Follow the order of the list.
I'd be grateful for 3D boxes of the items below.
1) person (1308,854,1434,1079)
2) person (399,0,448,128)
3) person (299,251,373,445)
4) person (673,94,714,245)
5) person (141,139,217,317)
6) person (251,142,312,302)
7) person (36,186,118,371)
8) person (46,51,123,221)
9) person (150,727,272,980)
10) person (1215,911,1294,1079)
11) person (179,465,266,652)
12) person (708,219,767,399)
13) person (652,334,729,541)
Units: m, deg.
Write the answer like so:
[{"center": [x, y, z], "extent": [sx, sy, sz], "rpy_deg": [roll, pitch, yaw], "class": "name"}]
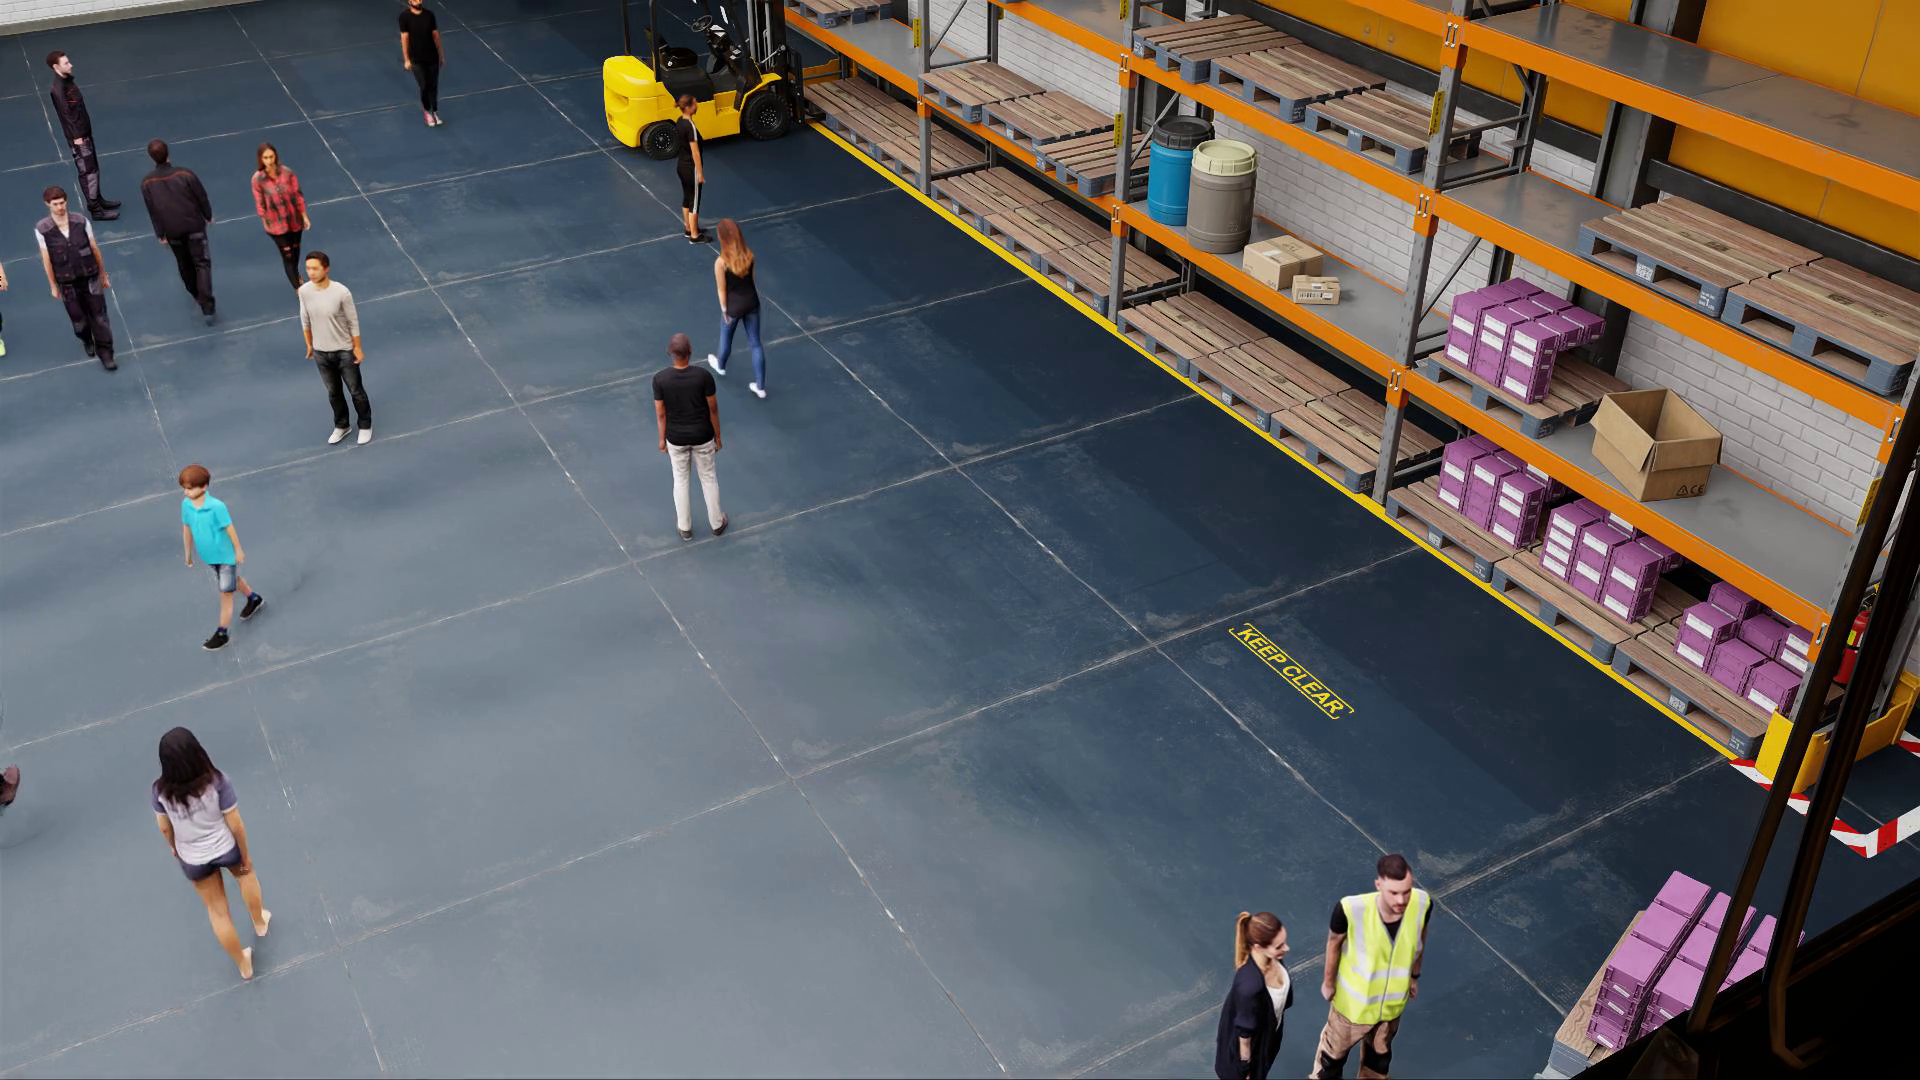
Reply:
[{"center": [2.117, 2.307, 8.547], "extent": [0.798, 1.847, 0.827], "rpy_deg": [-6, 34, -9], "class": "person"}, {"center": [-6.971, -6.259, 21.522], "extent": [0.687, 1.750, 0.645], "rpy_deg": [-23, 40, -30], "class": "person"}, {"center": [-5.483, -1.703, 14.612], "extent": [0.741, 1.811, 0.758], "rpy_deg": [3, 34, 5], "class": "person"}, {"center": [-2.986, -4.105, 18.355], "extent": [0.638, 1.669, 0.457], "rpy_deg": [-16, 37, -23], "class": "person"}, {"center": [-7.783, -3.091, 16.709], "extent": [0.914, 1.802, 1.212], "rpy_deg": [-9, 35, -13], "class": "person"}, {"center": [-6.976, -3.304, 17.156], "extent": [0.660, 1.662, 1.083], "rpy_deg": [-21, 39, -28], "class": "person"}, {"center": [-8.398, -2.505, 15.794], "extent": [0.714, 1.838, 0.799], "rpy_deg": [-23, 40, -31], "class": "person"}, {"center": [-9.995, -4.607, 18.890], "extent": [0.797, 1.913, 0.600], "rpy_deg": [-10, 35, -15], "class": "person"}, {"center": [-4.229, 1.823, 9.395], "extent": [0.631, 1.714, 0.773], "rpy_deg": [-14, 36, -20], "class": "person"}, {"center": [1.455, 2.496, 8.411], "extent": [0.747, 1.683, 0.722], "rpy_deg": [14, 36, 21], "class": "person"}, {"center": [-5.464, 0.049, 12.340], "extent": [0.941, 1.409, 0.979], "rpy_deg": [10, 35, 15], "class": "person"}, {"center": [-1.978, -2.085, 15.305], "extent": [0.594, 1.680, 1.019], "rpy_deg": [-19, 38, -26], "class": "person"}, {"center": [-2.156, -0.814, 13.281], "extent": [0.745, 1.804, 0.734], "rpy_deg": [-4, 34, -6], "class": "person"}]
